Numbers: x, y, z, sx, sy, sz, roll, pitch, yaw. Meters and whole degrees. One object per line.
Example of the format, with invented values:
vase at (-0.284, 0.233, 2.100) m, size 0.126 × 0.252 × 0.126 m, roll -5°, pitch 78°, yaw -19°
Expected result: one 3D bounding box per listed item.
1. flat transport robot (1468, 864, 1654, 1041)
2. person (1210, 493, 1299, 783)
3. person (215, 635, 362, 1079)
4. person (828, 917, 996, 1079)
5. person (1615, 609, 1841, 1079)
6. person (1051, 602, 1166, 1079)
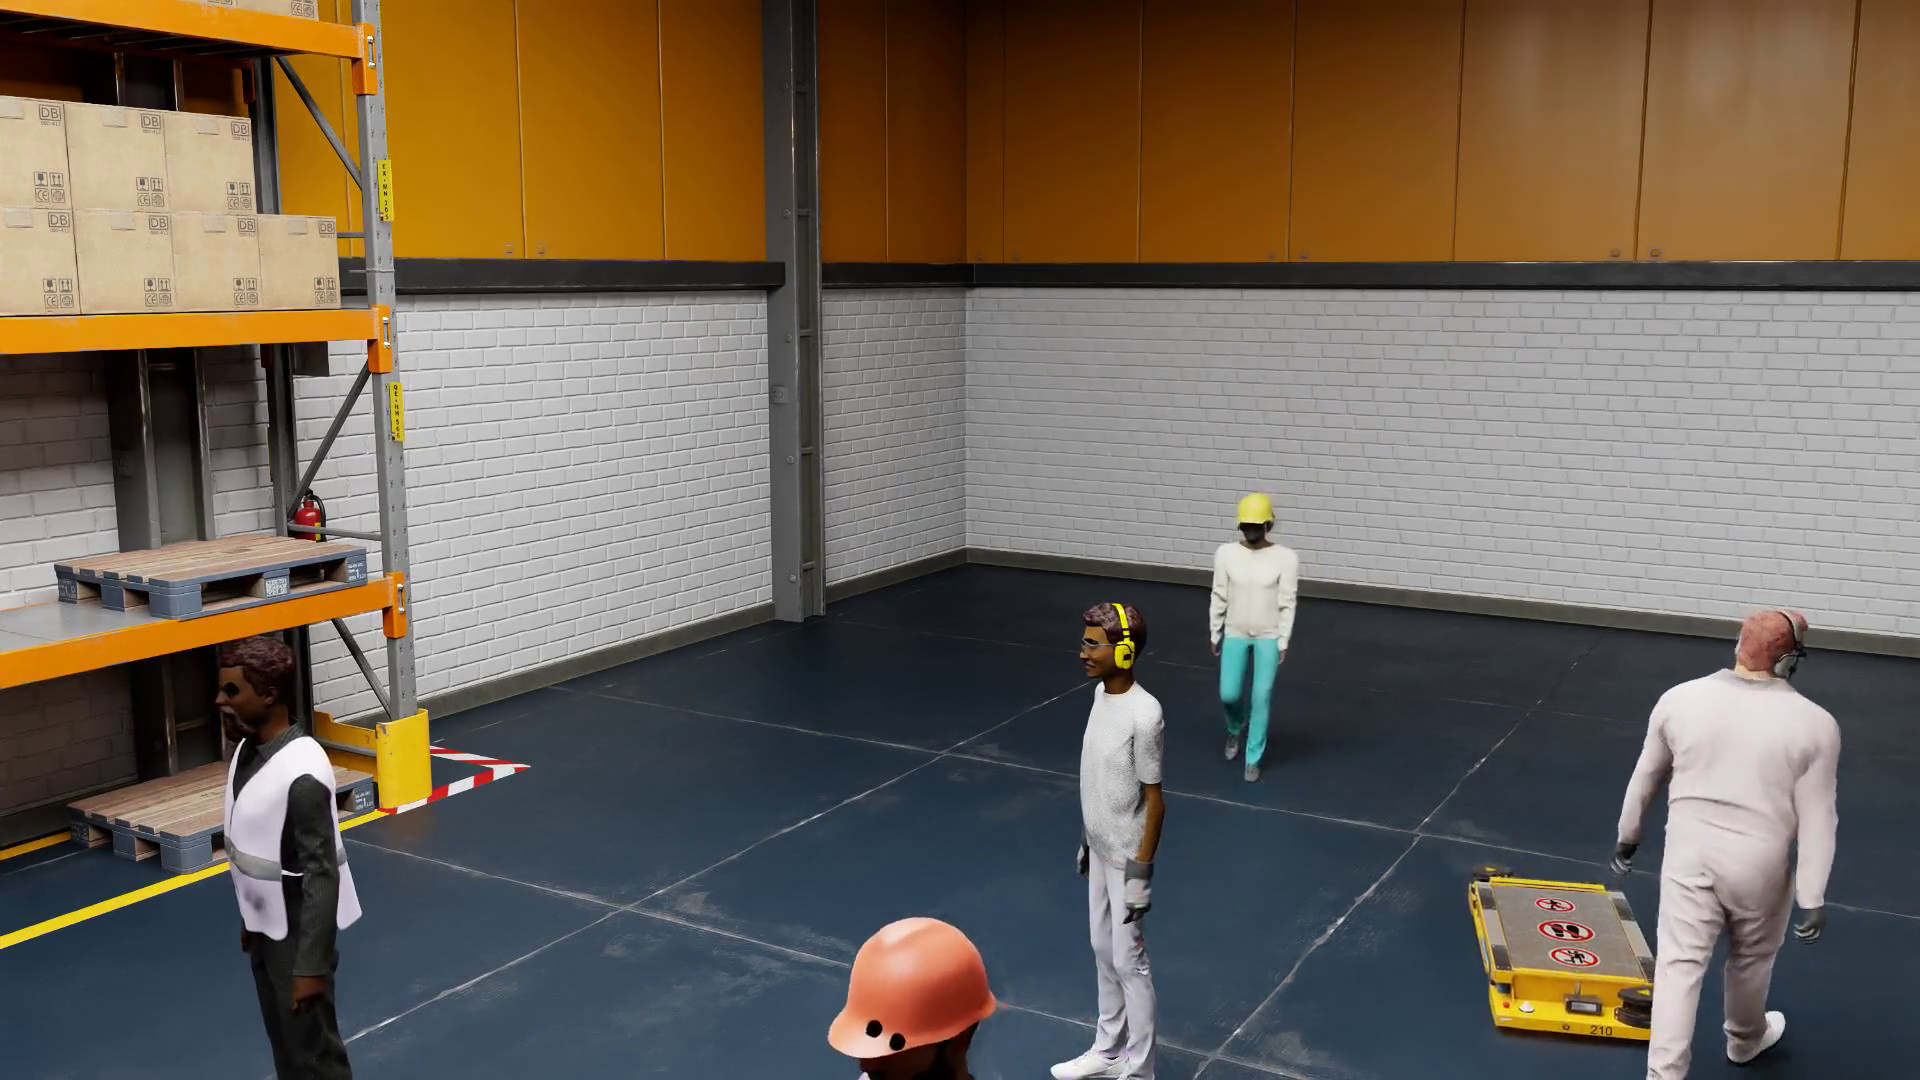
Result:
flat transport robot at (2.598, 1.751, 7.202) m, size 0.652 × 0.197 × 1.431 m, roll 2°, pitch 9°, yaw 12°
person at (1.755, 0.574, 9.963) m, size 0.524 × 1.748 × 0.449 m, roll 3°, pitch 10°, yaw 19°
person at (-2.124, 1.237, 5.278) m, size 0.394 × 1.920 × 0.587 m, roll -7°, pitch 12°, yaw -38°
person at (-0.100, 1.614, 2.961) m, size 0.569 × 1.900 × 0.868 m, roll 9°, pitch 13°, yaw 44°
person at (2.778, 1.148, 6.066) m, size 0.779 × 1.838 × 1.014 m, roll 8°, pitch 12°, yaw 40°
person at (0.551, 1.142, 6.029) m, size 0.321 × 1.871 × 0.532 m, roll -3°, pitch 10°, yaw -18°
